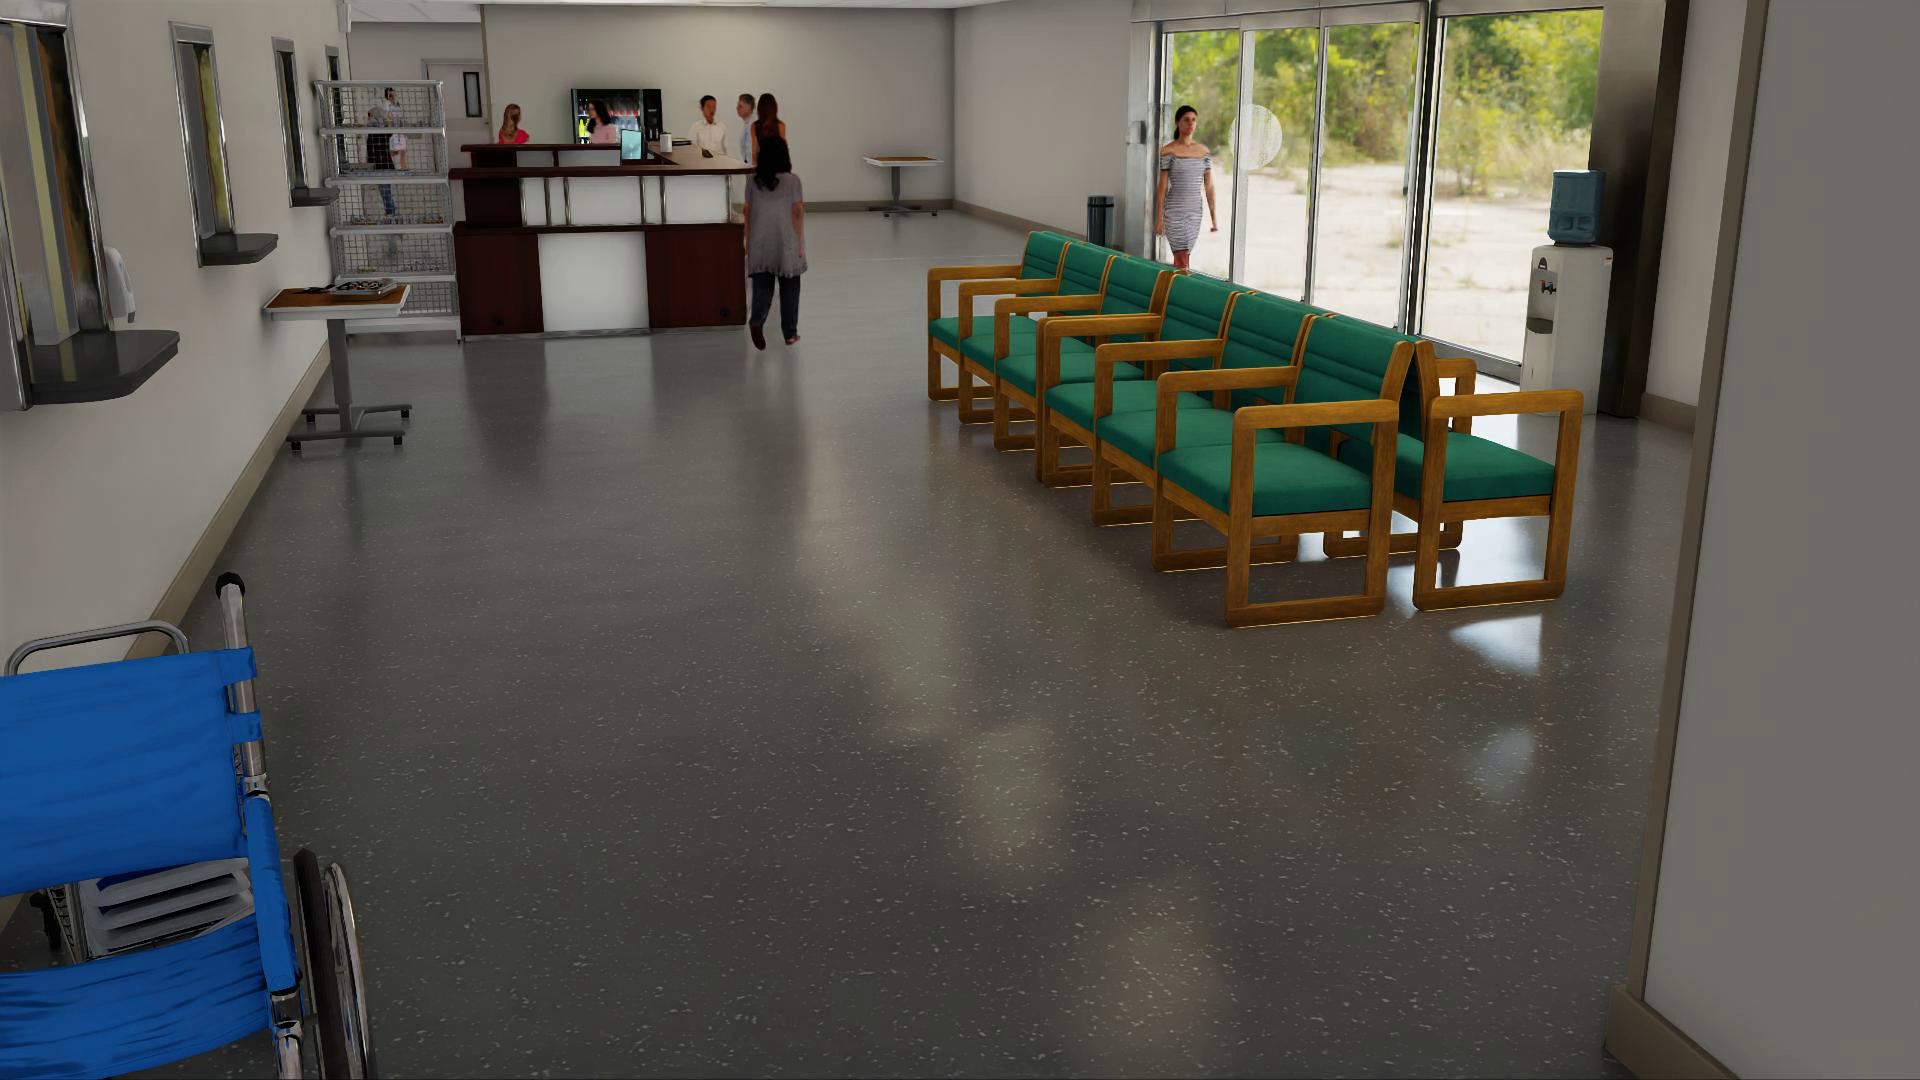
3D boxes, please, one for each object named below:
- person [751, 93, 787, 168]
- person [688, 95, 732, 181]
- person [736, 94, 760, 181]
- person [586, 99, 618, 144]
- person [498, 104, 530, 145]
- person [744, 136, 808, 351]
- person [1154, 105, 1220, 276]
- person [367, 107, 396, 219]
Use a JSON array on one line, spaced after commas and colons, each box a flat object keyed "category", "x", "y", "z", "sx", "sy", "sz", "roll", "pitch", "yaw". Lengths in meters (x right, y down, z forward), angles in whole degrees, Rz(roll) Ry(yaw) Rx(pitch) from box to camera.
[{"category": "person", "x": -2.177, "y": -4.131, "z": 18.944, "sx": 0.996, "sy": 1.816, "sz": 0.850, "roll": 1, "pitch": 16, "yaw": 4}, {"category": "person", "x": -2.970, "y": -4.339, "z": 19.705, "sx": 0.584, "sy": 1.804, "sz": 0.767, "roll": -8, "pitch": 18, "yaw": -26}, {"category": "person", "x": -2.532, "y": -4.608, "z": 20.653, "sx": 0.707, "sy": 1.808, "sz": 0.790, "roll": 1, "pitch": 16, "yaw": 4}, {"category": "person", "x": -4.175, "y": -4.349, "z": 19.832, "sx": 0.778, "sy": 1.754, "sz": 0.798, "roll": 13, "pitch": 21, "yaw": 39}, {"category": "person", "x": -5.182, "y": -4.151, "z": 19.202, "sx": 0.767, "sy": 1.715, "sz": 0.823, "roll": 6, "pitch": 17, "yaw": 21}, {"category": "person", "x": -1.429, "y": -2.241, "z": 12.663, "sx": 0.991, "sy": 1.586, "sz": 0.919, "roll": 2, "pitch": 16, "yaw": 8}, {"category": "person", "x": 1.761, "y": -2.565, "z": 13.447, "sx": 1.013, "sy": 1.786, "sz": 0.754, "roll": -6, "pitch": 17, "yaw": -21}, {"category": "person", "x": -7.607, "y": -4.873, "z": 21.912, "sx": 0.601, "sy": 1.633, "sz": 0.630, "roll": -3, "pitch": 16, "yaw": -11}]
